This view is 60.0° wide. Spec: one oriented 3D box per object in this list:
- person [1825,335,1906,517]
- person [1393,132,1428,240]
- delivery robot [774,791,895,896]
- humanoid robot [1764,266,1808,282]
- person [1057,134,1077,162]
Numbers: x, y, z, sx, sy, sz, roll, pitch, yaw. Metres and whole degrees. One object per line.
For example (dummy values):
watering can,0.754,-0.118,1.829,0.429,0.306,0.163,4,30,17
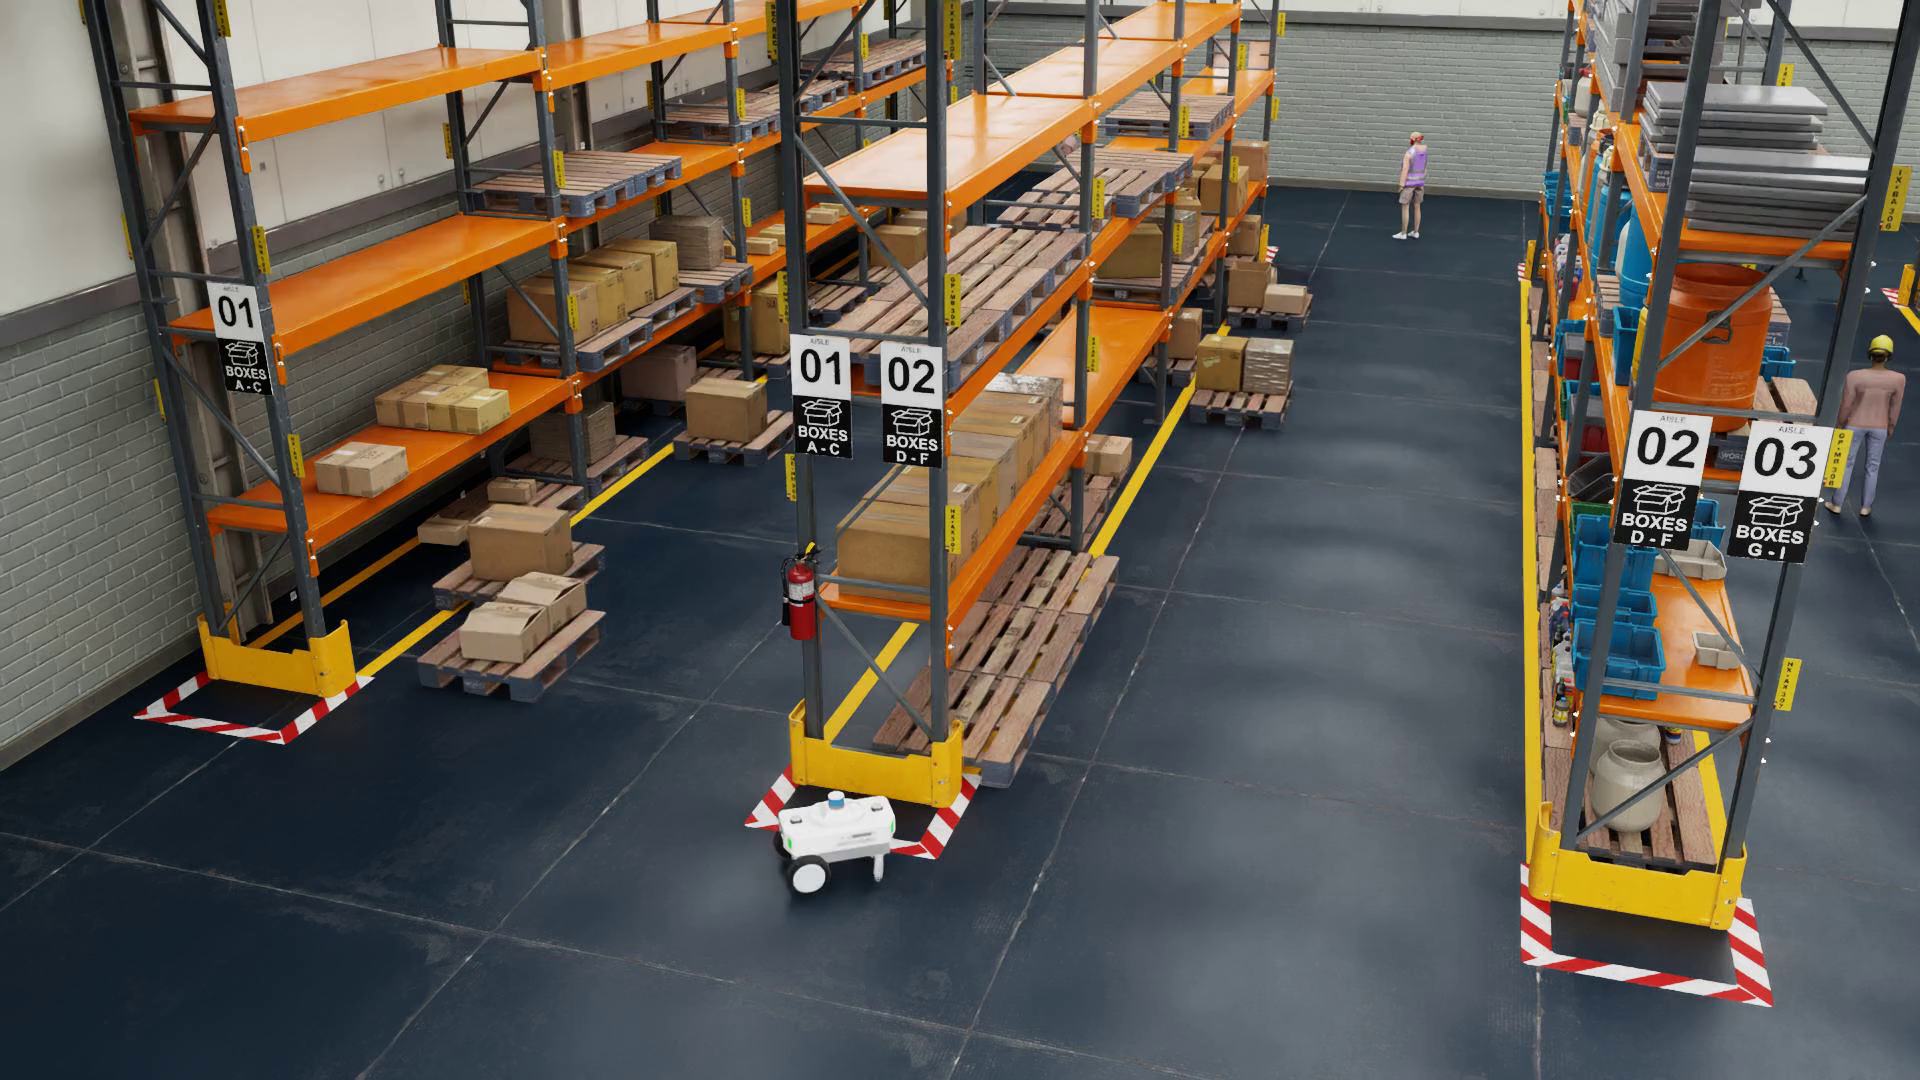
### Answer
person,8.594,-1.078,15.791,0.524,1.759,0.325,7,24,15
person,7.181,-5.620,26.414,0.491,1.688,0.348,-12,26,-26
delivery robot,-0.810,1.877,10.484,0.785,0.614,0.499,-6,24,-15
humanoid robot,12.091,-4.576,24.024,0.613,1.631,0.441,-1,23,-2
person,1.731,-5.911,26.947,0.330,1.801,0.526,5,24,12
